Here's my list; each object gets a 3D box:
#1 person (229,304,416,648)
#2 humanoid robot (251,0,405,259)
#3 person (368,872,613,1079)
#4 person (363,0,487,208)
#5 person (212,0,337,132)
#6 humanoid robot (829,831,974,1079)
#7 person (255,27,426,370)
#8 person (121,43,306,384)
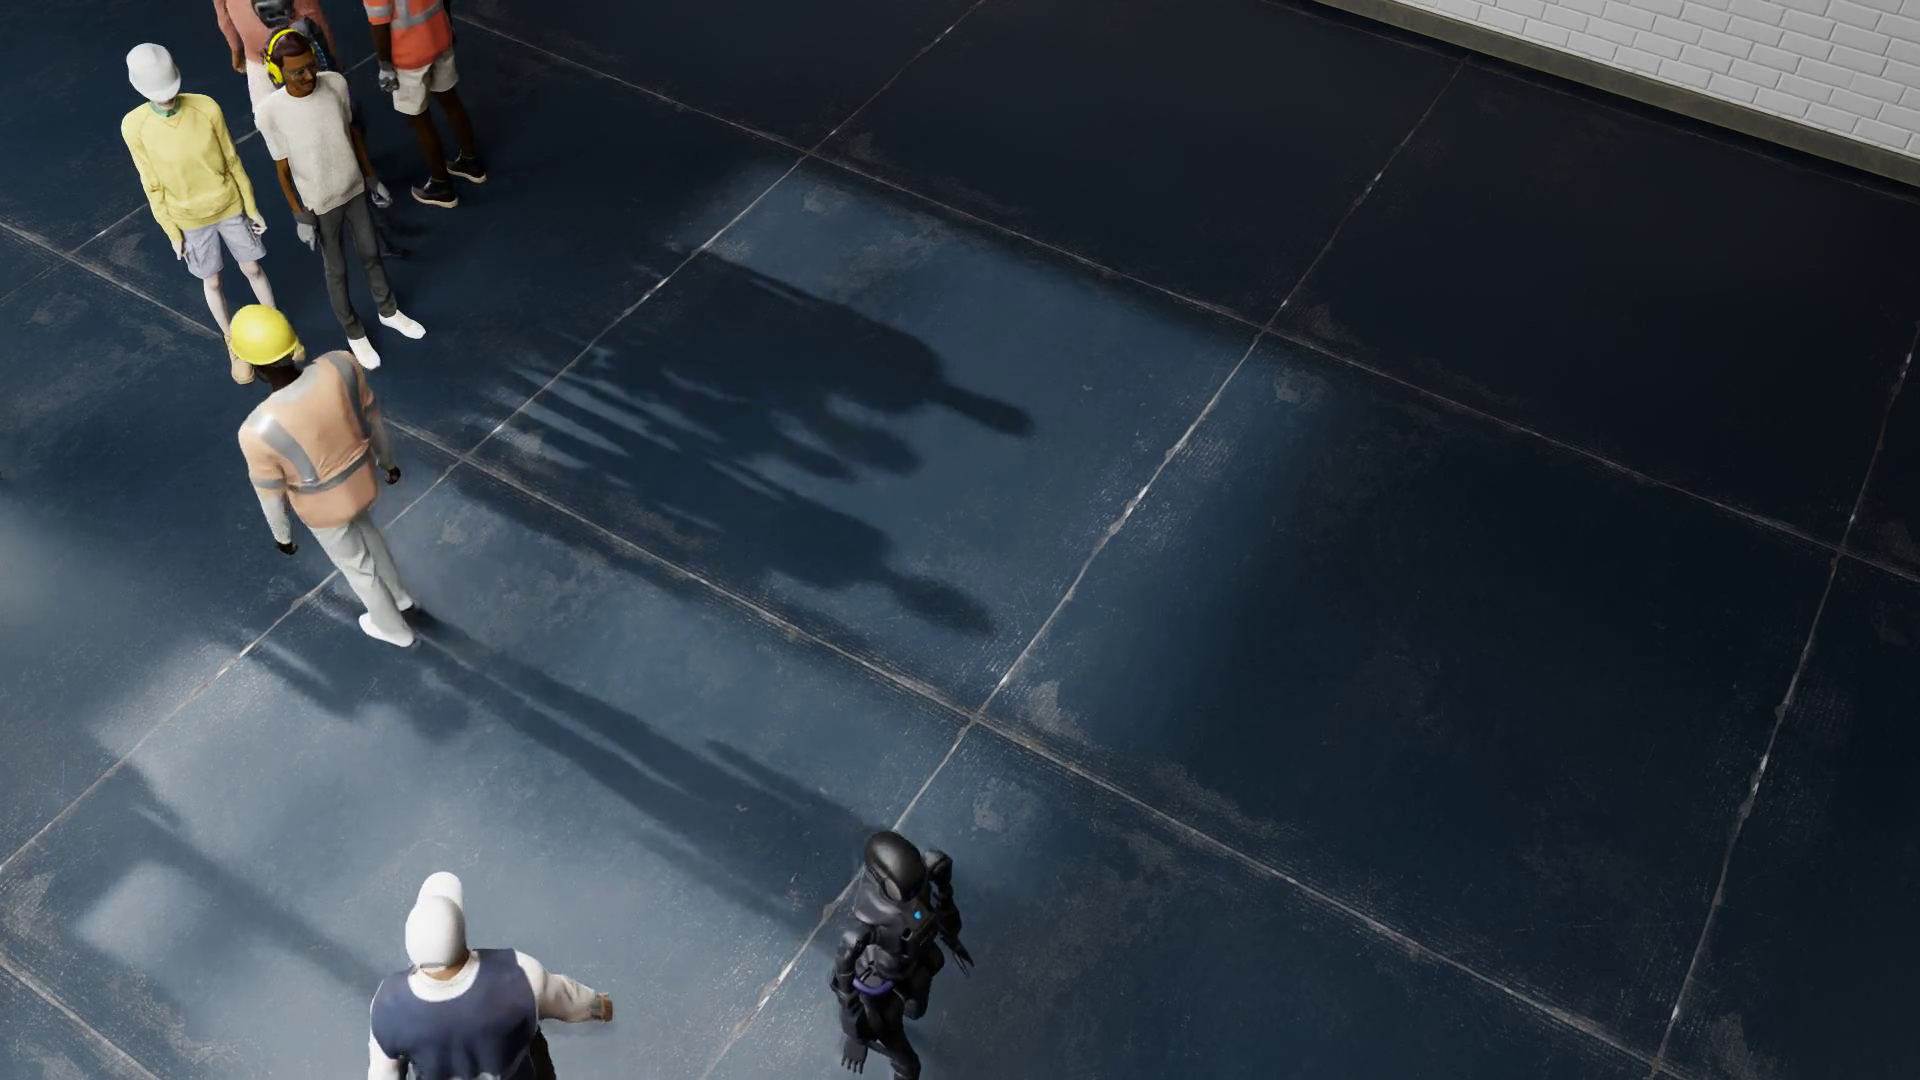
[{"bbox_3d":[-2.663,-0.232,6.924,0.512,1.912,0.608,23,53,19],"label":"person"},{"bbox_3d":[-3.321,-2.169,8.784,0.353,1.646,0.608,6,49,5],"label":"humanoid robot"},{"bbox_3d":[-1.516,1.686,5.387,0.773,1.707,0.929,-7,49,-6],"label":"person"},{"bbox_3d":[-2.969,-2.724,9.080,0.377,1.953,0.614,19,51,16],"label":"person"},{"bbox_3d":[-3.661,-2.624,8.967,0.655,1.981,0.473,10,50,9],"label":"person"},{"bbox_3d":[-0.278,1.437,5.634,0.619,1.630,0.589,31,56,24],"label":"humanoid robot"},{"bbox_3d":[-3.070,-1.688,8.228,0.328,1.872,0.516,32,56,25],"label":"person"},{"bbox_3d":[-3.677,-1.601,8.143,0.474,1.887,0.394,-26,54,-21],"label":"person"}]
